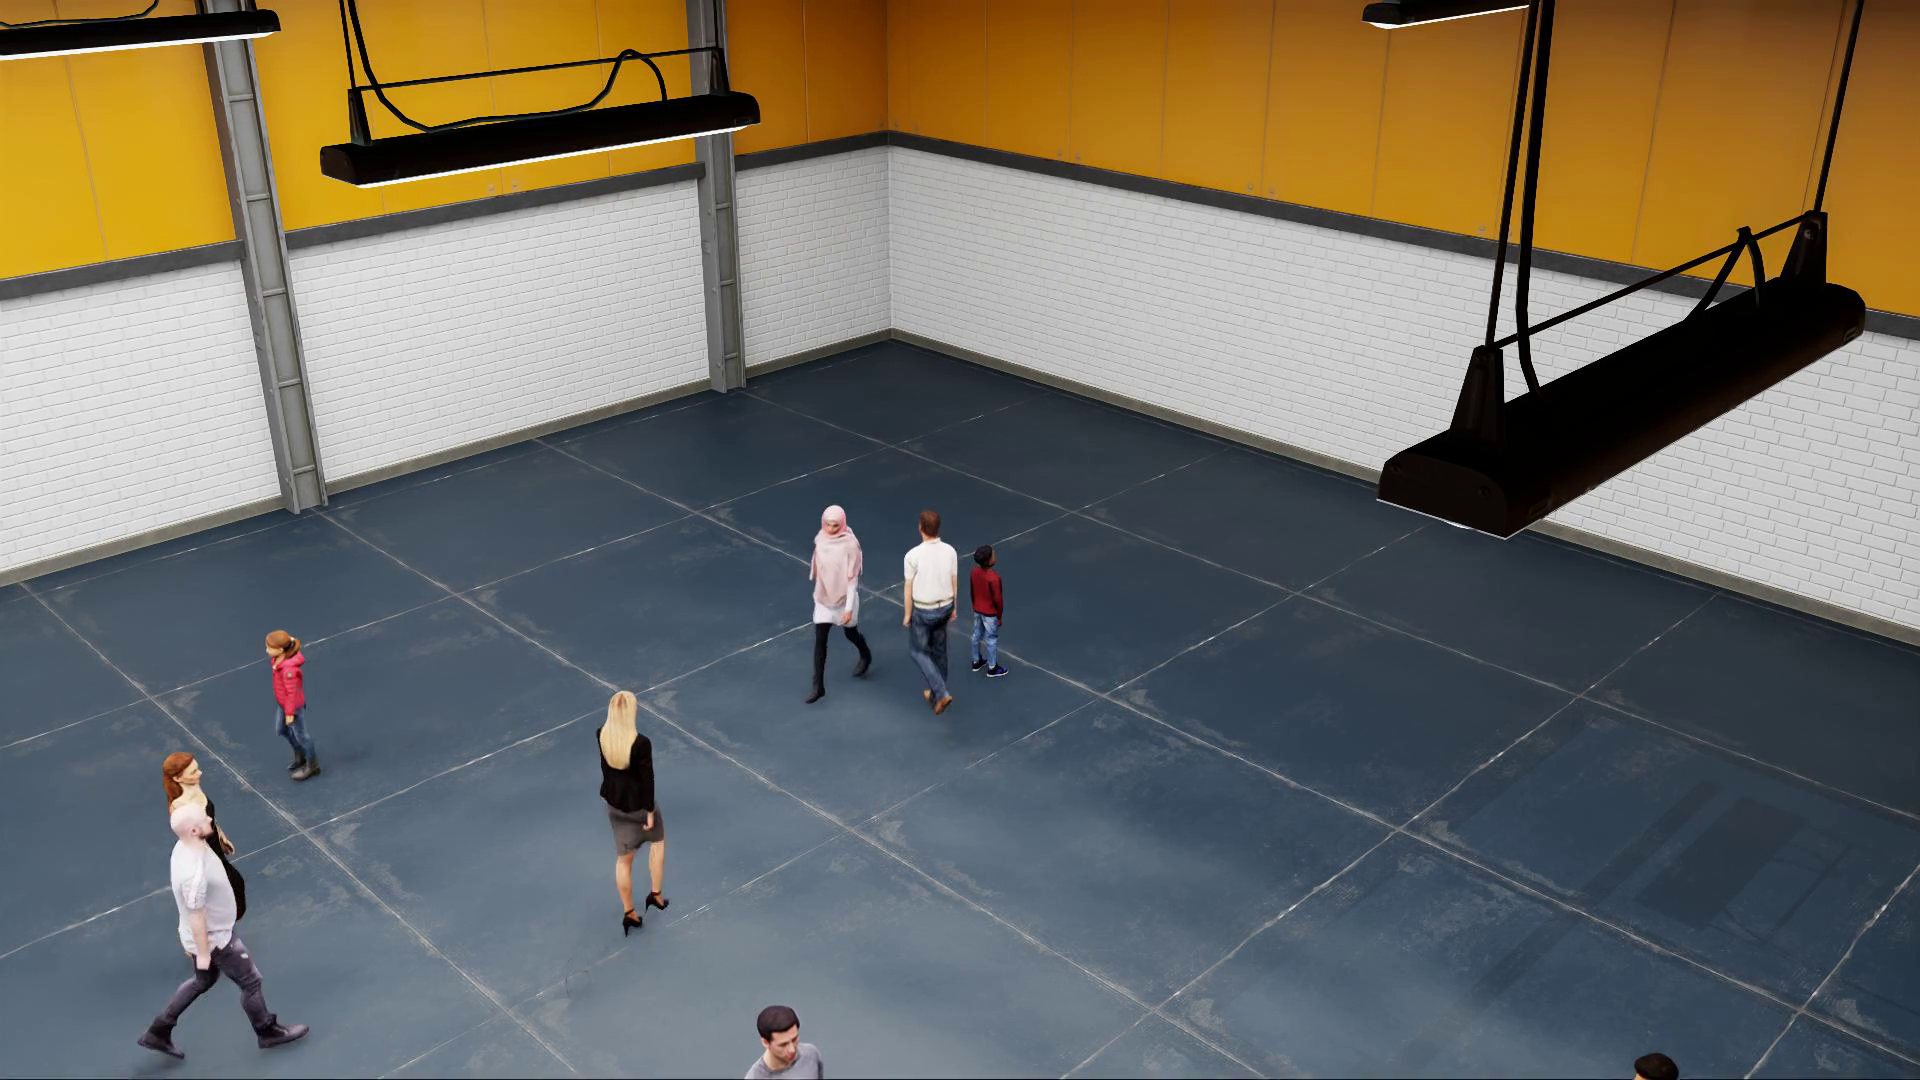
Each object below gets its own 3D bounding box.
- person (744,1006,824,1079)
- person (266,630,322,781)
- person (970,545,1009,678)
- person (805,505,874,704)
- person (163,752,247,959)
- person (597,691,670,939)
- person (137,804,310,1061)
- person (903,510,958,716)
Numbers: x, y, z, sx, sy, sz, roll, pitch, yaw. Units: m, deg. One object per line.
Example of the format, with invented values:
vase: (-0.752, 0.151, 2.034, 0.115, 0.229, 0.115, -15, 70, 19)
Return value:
person: (-0.879, 3.121, 8.481, 0.517, 1.864, 0.735, -19, 30, -37)
person: (-5.289, 1.304, 13.329, 0.534, 1.309, 0.534, -18, 29, -35)
person: (0.235, 0.625, 14.948, 0.494, 1.256, 0.479, 22, 32, 40)
person: (-1.015, 0.509, 14.578, 0.907, 1.765, 1.209, 12, 26, 25)
person: (-5.135, 2.133, 11.052, 0.767, 1.614, 0.692, -7, 25, -17)
person: (-2.296, 1.901, 11.317, 0.754, 1.827, 0.815, 7, 25, 15)
person: (-4.668, 2.427, 10.137, 1.280, 1.809, 0.925, -12, 26, -25)
person: (-0.205, 0.666, 14.135, 0.934, 1.834, 0.898, -11, 26, -24)
